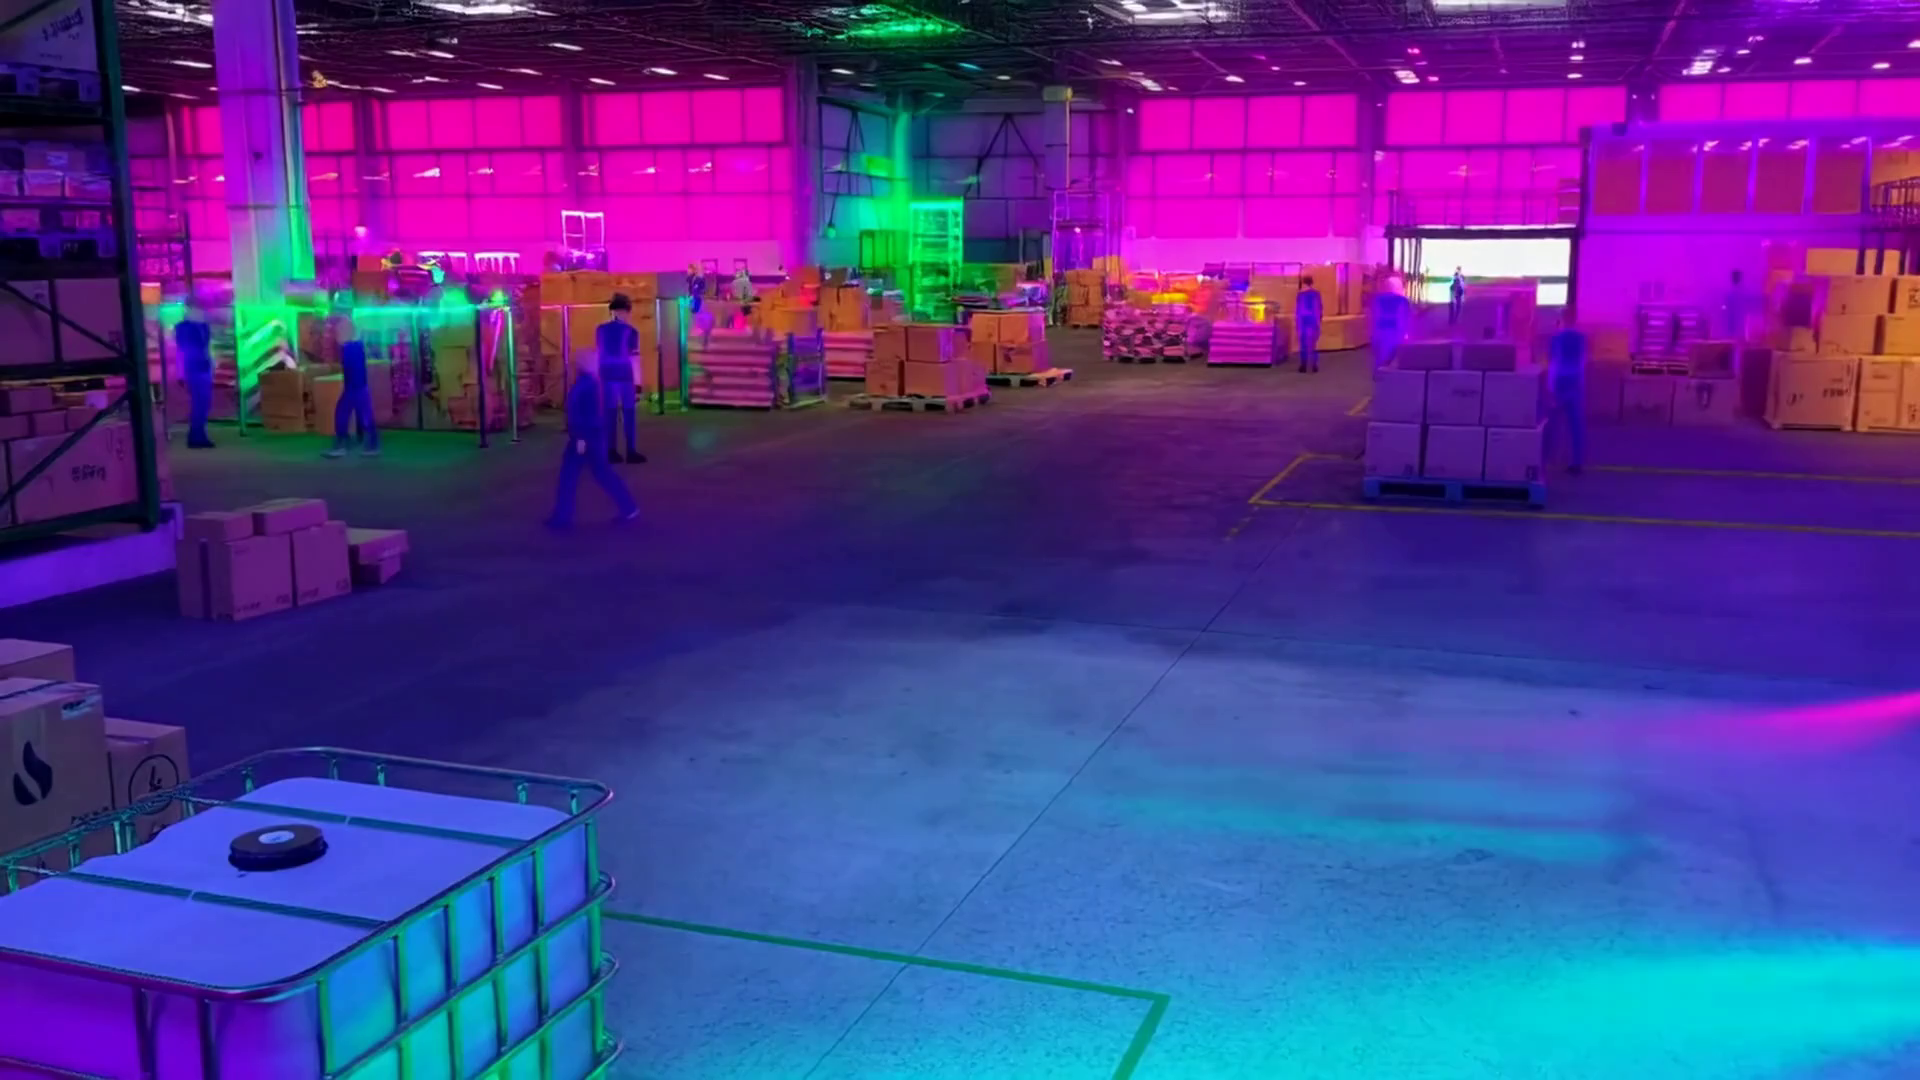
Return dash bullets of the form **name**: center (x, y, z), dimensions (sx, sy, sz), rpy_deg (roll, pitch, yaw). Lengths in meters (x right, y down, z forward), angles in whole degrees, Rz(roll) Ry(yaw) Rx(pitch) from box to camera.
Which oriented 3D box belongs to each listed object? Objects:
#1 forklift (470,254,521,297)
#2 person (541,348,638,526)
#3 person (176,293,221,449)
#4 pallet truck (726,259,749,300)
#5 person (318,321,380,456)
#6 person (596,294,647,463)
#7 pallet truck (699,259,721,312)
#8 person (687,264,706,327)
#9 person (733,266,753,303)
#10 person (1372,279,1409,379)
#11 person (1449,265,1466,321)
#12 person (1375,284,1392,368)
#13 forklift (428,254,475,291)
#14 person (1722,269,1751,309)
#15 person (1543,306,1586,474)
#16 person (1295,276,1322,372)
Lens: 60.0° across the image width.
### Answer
- **forklift**: center (-17.990, -10.121, 64.684), dimensions (1.157, 1.987, 2.680), rpy_deg (3, 11, 17)
- **person**: center (-3.311, -0.926, 14.886), dimensions (0.837, 1.603, 0.526), rpy_deg (-5, 11, -26)
- **person**: center (-9.299, -2.064, 20.424), dimensions (0.646, 1.905, 0.566), rpy_deg (1, 10, 6)
- **pallet truck**: center (-7.986, -9.493, 62.019), dimensions (0.823, 1.965, 1.885), rpy_deg (3, 11, 17)
- **person**: center (-7.275, -1.778, 19.695), dimensions (0.764, 1.605, 0.520), rpy_deg (0, 10, 0)
- **person**: center (-3.900, -1.850, 19.145), dimensions (0.547, 1.938, 0.379), rpy_deg (4, 11, 22)
- **pallet truck**: center (-9.165, -9.627, 62.776), dimensions (0.823, 1.965, 1.885), rpy_deg (4, 11, 23)
- **person**: center (-7.174, -6.462, 44.985), dimensions (0.625, 2.001, 1.043), rpy_deg (4, 11, 23)
- **person**: center (-6.189, -6.819, 47.245), dimensions (0.672, 1.892, 0.454), rpy_deg (5, 11, 27)
- **person**: center (8.019, -3.872, 30.735), dimensions (1.031, 1.866, 0.609), rpy_deg (-6, 11, -29)
- **person**: center (16.324, -8.092, 54.597), dimensions (0.546, 1.832, 0.518), rpy_deg (6, 12, 31)
- **person**: center (8.180, -4.012, 31.803), dimensions (0.533, 1.768, 0.310), rpy_deg (-4, 11, -23)
- **forklift**: center (-20.133, -10.254, 65.465), dimensions (1.157, 1.987, 2.680), rpy_deg (3, 11, 19)
- **person**: center (18.151, -5.374, 38.966), dimensions (0.490, 1.945, 0.636), rpy_deg (-6, 12, -30)
- **person**: center (6.664, -1.668, 18.461), dimensions (0.541, 1.822, 0.962), rpy_deg (-2, 10, -14)
- **person**: center (6.869, -4.223, 32.666), dimensions (0.607, 1.897, 0.427), rpy_deg (-4, 11, -24)
